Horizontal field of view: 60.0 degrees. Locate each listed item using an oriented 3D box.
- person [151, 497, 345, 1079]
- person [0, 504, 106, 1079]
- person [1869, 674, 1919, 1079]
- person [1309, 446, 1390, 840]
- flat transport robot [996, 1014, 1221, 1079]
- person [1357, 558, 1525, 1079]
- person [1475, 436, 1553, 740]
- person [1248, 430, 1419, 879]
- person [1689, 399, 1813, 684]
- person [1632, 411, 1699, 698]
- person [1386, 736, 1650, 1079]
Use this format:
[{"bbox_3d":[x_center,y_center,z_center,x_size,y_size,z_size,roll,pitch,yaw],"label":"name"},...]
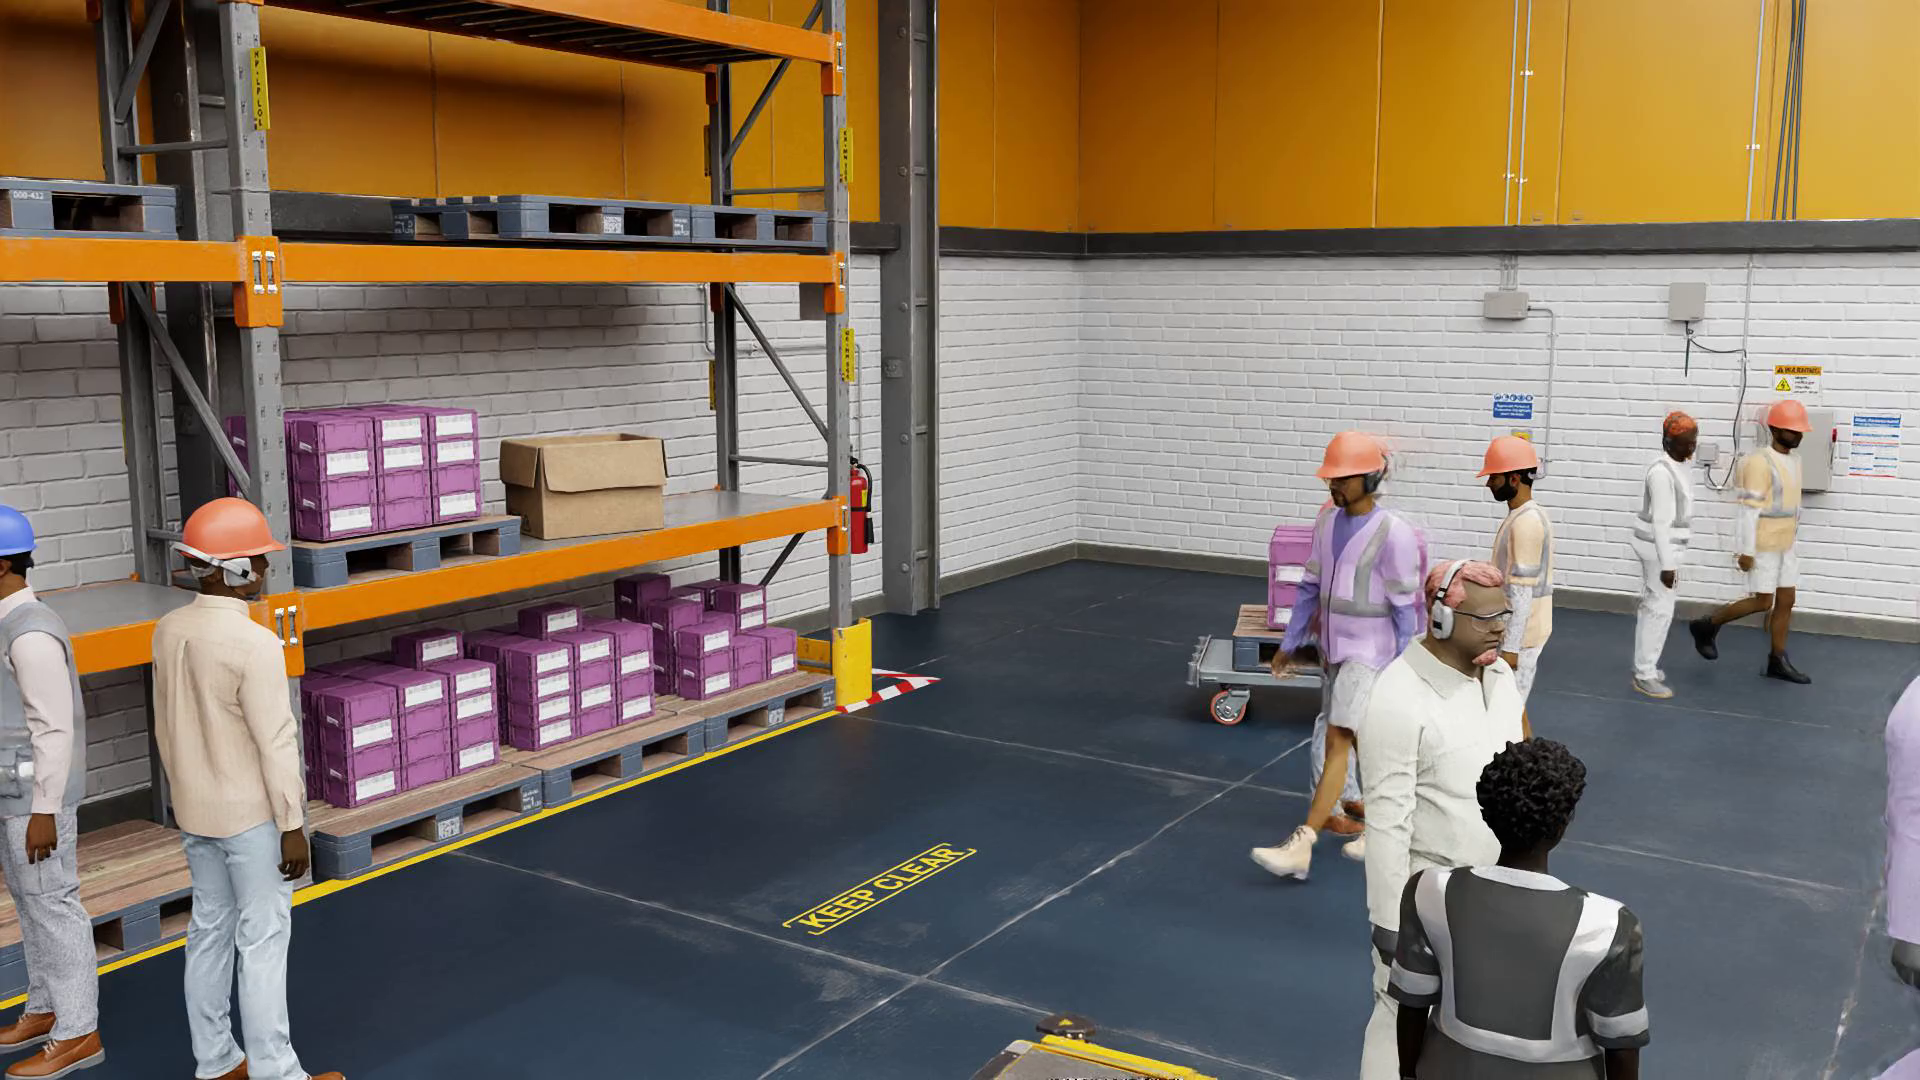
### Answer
[{"bbox_3d":[-2.291,0.856,5.299,0.617,1.994,0.381,5,10,31],"label":"person"},{"bbox_3d":[-3.144,0.836,5.579,0.399,1.945,0.615,-7,11,-40],"label":"person"},{"bbox_3d":[2.794,1.012,4.624,0.668,1.887,0.446,-7,11,-39],"label":"person"},{"bbox_3d":[1.883,0.471,8.034,0.375,1.929,0.636,5,10,30],"label":"person"},{"bbox_3d":[0.247,1.786,4.840,0.652,0.197,1.431,5,10,29],"label":"flat transport robot"},{"bbox_3d":[1.404,0.988,4.776,0.635,1.900,0.398,-8,12,-41],"label":"person"},{"bbox_3d":[2.707,0.450,8.195,0.390,1.923,0.549,3,9,16],"label":"person"},{"bbox_3d":[1.633,0.513,7.474,0.996,2.000,0.633,-3,9,-21],"label":"person"},{"bbox_3d":[5.376,-0.003,11.190,0.562,1.917,0.697,-7,11,-37],"label":"person"},{"bbox_3d":[4.563,0.084,10.791,0.367,1.862,0.741,5,10,30],"label":"person"},{"bbox_3d":[1.204,1.261,3.630,0.541,1.695,0.316,5,10,30],"label":"person"}]
